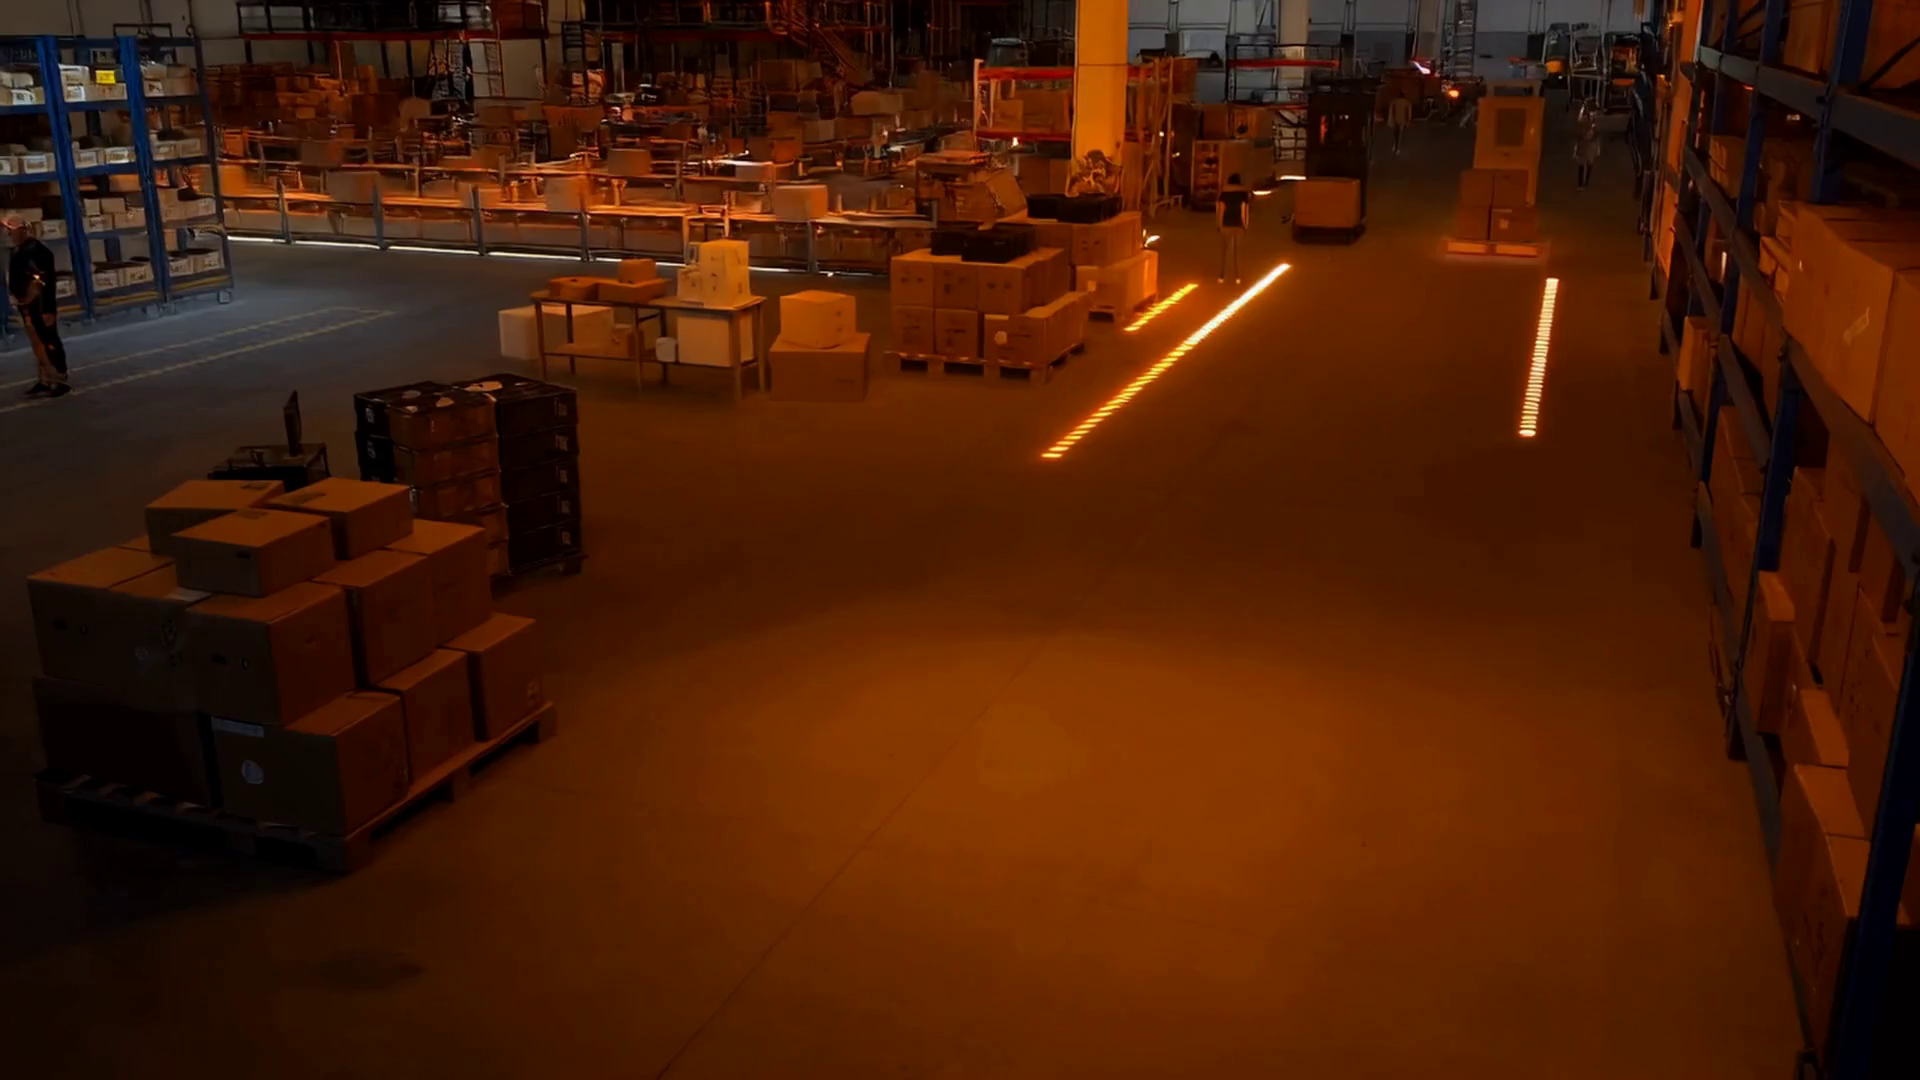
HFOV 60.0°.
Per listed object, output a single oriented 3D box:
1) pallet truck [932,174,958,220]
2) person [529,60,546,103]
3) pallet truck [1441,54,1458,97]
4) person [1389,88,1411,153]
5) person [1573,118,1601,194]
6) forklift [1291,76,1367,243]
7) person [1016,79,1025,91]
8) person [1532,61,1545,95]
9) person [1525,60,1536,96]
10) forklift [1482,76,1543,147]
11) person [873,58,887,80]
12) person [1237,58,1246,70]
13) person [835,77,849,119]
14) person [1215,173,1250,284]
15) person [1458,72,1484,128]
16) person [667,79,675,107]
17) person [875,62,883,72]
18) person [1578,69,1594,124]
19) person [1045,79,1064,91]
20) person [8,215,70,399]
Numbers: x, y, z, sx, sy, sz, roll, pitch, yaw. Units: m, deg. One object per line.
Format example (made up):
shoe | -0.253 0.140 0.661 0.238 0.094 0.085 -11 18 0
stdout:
pallet truck | -0.507 -5.292 27.348 0.653 1.274 1.630 6 19 19
person | -18.714 -20.296 73.628 0.999 1.837 0.600 10 20 29
pallet truck | 22.765 -21.886 78.355 0.823 1.965 1.885 -4 18 -14
person | 12.536 -11.952 47.433 0.614 1.812 0.429 6 18 17
person | 13.970 -8.575 37.095 0.545 1.648 0.863 4 18 12
forklift | 6.598 -6.755 29.381 1.129 2.768 1.873 6 19 19
person | 2.513 -18.930 69.342 0.900 1.837 0.527 -13 22 -35
person | 26.345 -20.947 75.806 0.535 1.757 0.426 9 20 26
person | 27.105 -21.965 79.091 0.530 1.696 0.322 13 22 34
forklift | 9.665 -6.750 29.363 1.129 2.768 1.873 6 19 19
person | -3.737 -21.742 78.210 0.660 1.803 0.898 1 18 2
person | 13.031 -21.297 76.659 0.821 1.893 0.615 16 24 41
person | -3.947 -14.448 55.253 0.524 1.837 0.914 5 18 16
person | 4.038 -4.628 24.721 0.507 1.631 0.266 3 18 10
person | 17.693 -15.164 57.399 0.884 1.908 0.554 0 18 -1
person | -9.586 -14.435 55.319 0.317 1.769 0.523 -2 18 -5
person | -3.010 -17.487 64.521 0.874 2.026 0.614 -4 18 -13
person | 22.512 -15.932 59.746 0.363 1.935 0.553 2 18 7
person | 3.382 -15.853 59.329 0.768 2.000 0.535 10 20 29
person | -9.689 -2.440 17.403 0.651 1.907 0.409 13 22 35
